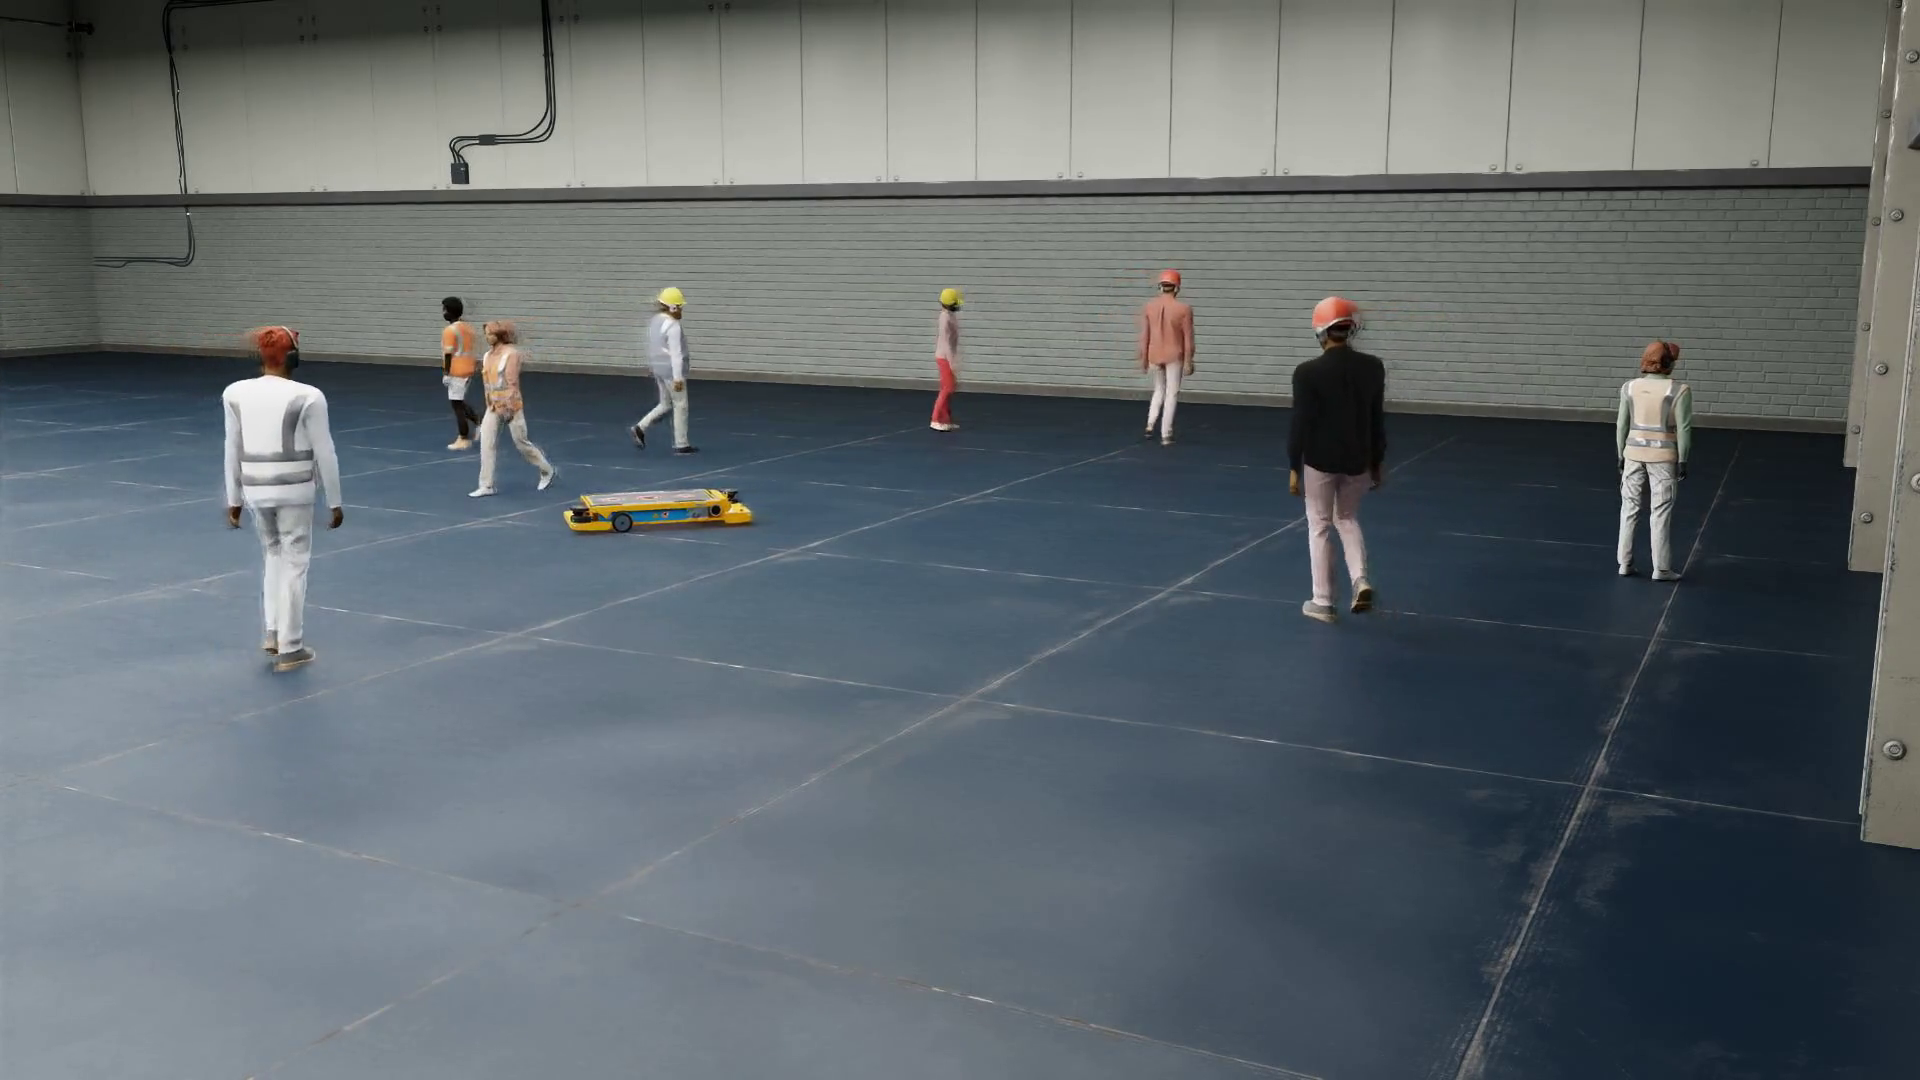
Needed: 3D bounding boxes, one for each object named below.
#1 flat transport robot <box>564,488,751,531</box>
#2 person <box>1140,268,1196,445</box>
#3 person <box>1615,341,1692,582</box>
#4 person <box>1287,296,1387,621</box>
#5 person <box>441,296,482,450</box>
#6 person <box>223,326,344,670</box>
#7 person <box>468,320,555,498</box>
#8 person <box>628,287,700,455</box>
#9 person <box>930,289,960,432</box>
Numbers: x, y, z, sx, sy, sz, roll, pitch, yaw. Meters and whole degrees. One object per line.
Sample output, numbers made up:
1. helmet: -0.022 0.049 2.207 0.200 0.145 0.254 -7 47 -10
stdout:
1. flat transport robot: -2.474 -0.256 13.567 1.431 0.197 0.652 -3 11 -18
2. person: 2.362 -2.057 18.742 0.618 1.979 0.434 8 13 36
3. person: 4.724 -0.534 11.364 0.314 1.636 0.515 -8 13 -38
4. person: 2.277 -0.478 10.084 0.624 1.982 0.470 -3 11 -15
5. person: -5.476 -1.815 18.198 0.389 1.688 0.537 1 10 4
6. person: -3.679 -0.232 9.082 0.604 1.863 0.504 2 11 8
7. person: -4.098 -1.209 15.132 0.506 1.603 0.822 7 13 35
8. person: -3.162 -1.787 17.747 0.649 1.813 0.592 -7 12 -32
9. person: -0.174 -2.158 20.006 0.356 1.720 0.622 0 10 1
